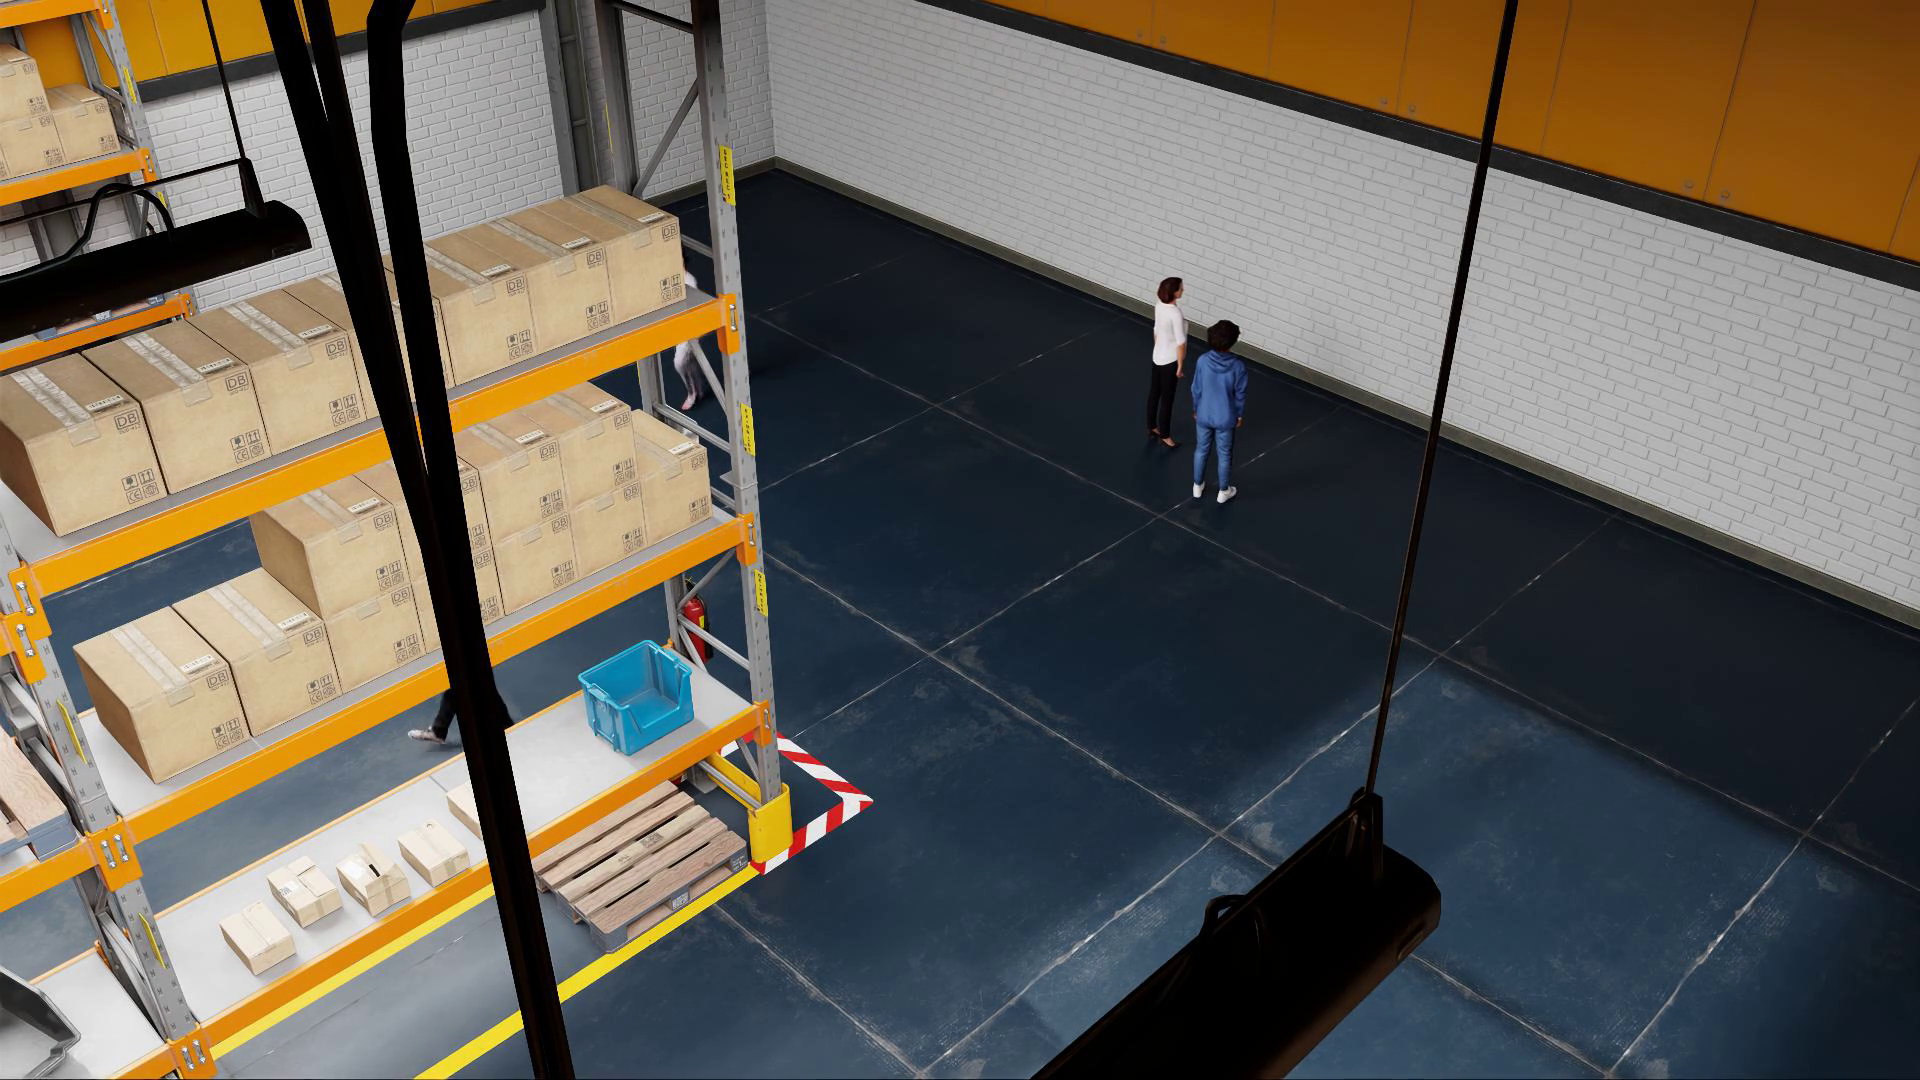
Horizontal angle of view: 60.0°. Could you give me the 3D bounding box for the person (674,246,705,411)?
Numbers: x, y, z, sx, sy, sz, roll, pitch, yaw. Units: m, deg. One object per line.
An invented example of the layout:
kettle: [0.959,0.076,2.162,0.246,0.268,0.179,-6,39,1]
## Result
person: [-2.753,-2.205,16.936,0.609,1.757,0.646,26,41,33]

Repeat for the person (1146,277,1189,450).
person: [1.998,-1.728,16.185,0.640,1.794,0.669,-14,36,-20]

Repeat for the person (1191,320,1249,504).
person: [2.378,-1.189,15.360,0.736,1.811,0.681,16,37,23]
